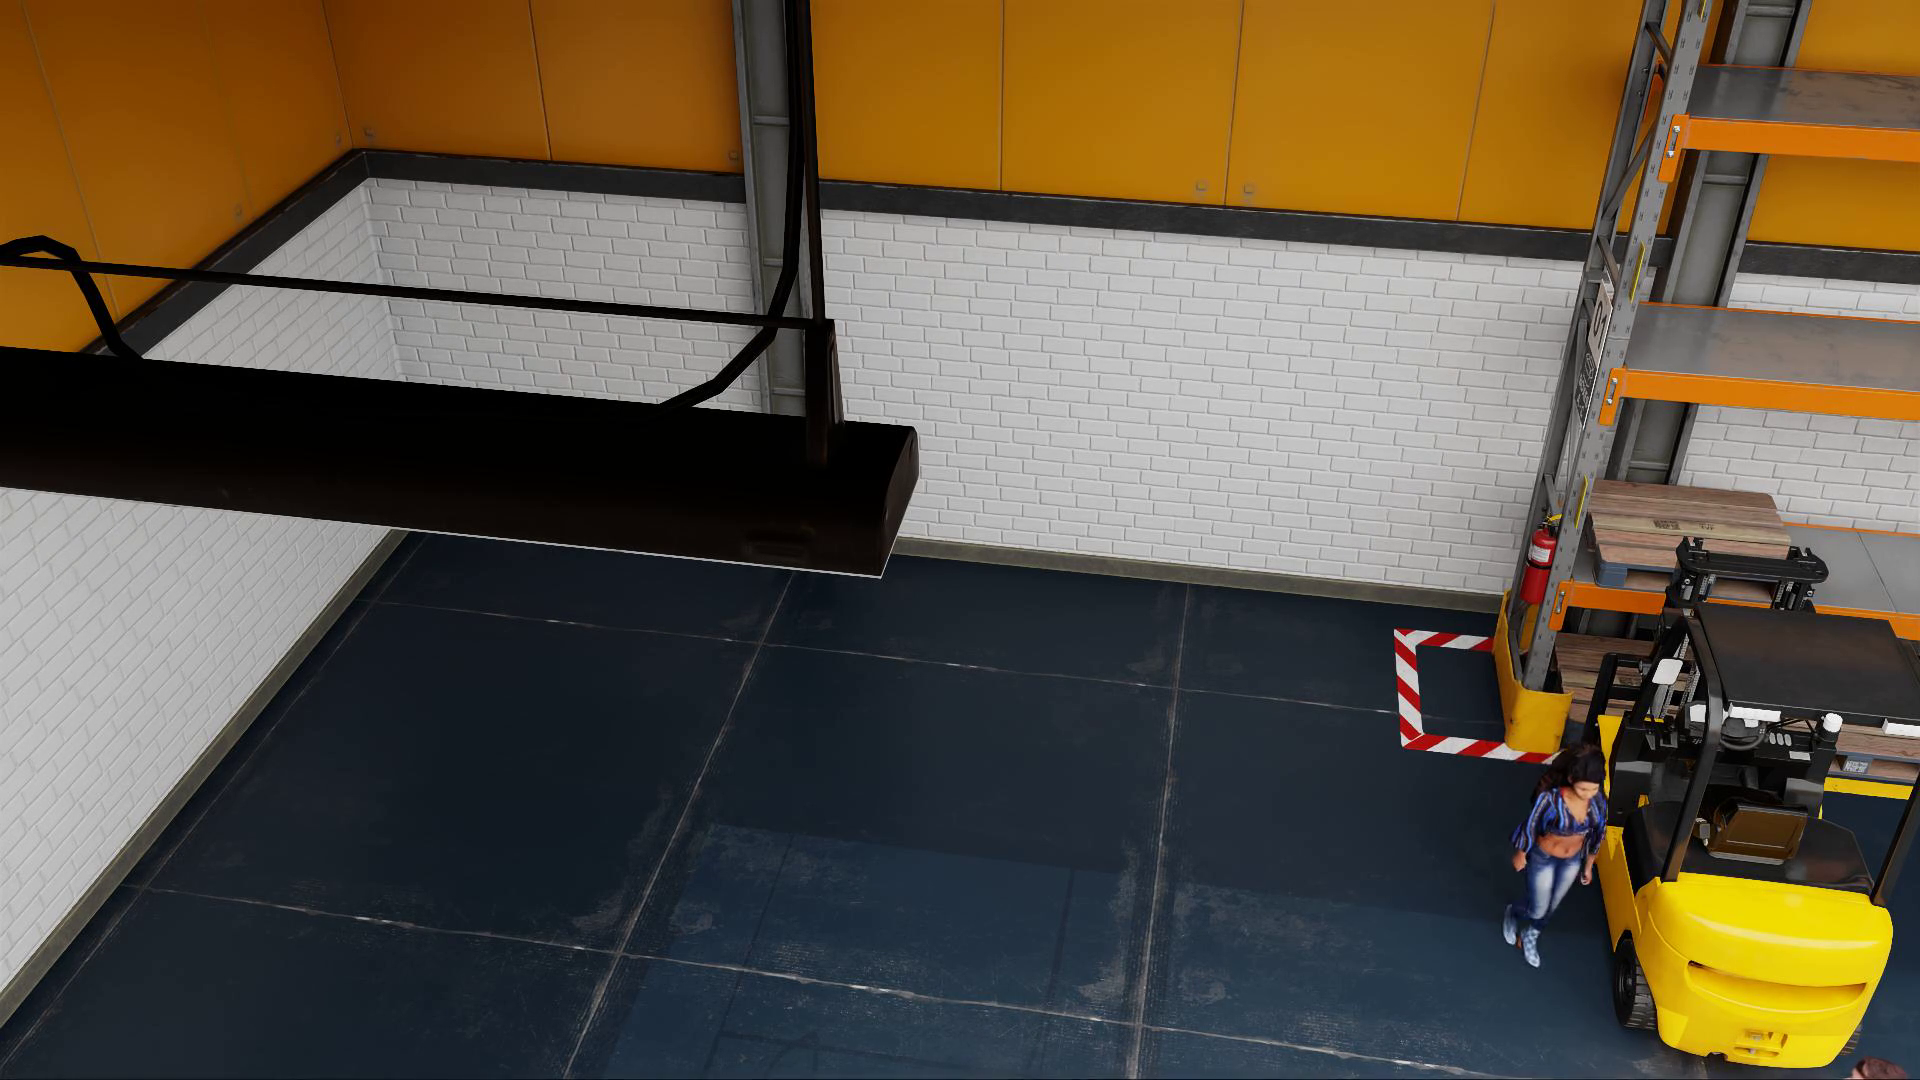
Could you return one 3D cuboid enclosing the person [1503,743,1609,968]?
[{"bbox_3d":[3.253,1.687,9.181,0.701,1.610,0.782,-5,34,-8],"label":"person"}]
